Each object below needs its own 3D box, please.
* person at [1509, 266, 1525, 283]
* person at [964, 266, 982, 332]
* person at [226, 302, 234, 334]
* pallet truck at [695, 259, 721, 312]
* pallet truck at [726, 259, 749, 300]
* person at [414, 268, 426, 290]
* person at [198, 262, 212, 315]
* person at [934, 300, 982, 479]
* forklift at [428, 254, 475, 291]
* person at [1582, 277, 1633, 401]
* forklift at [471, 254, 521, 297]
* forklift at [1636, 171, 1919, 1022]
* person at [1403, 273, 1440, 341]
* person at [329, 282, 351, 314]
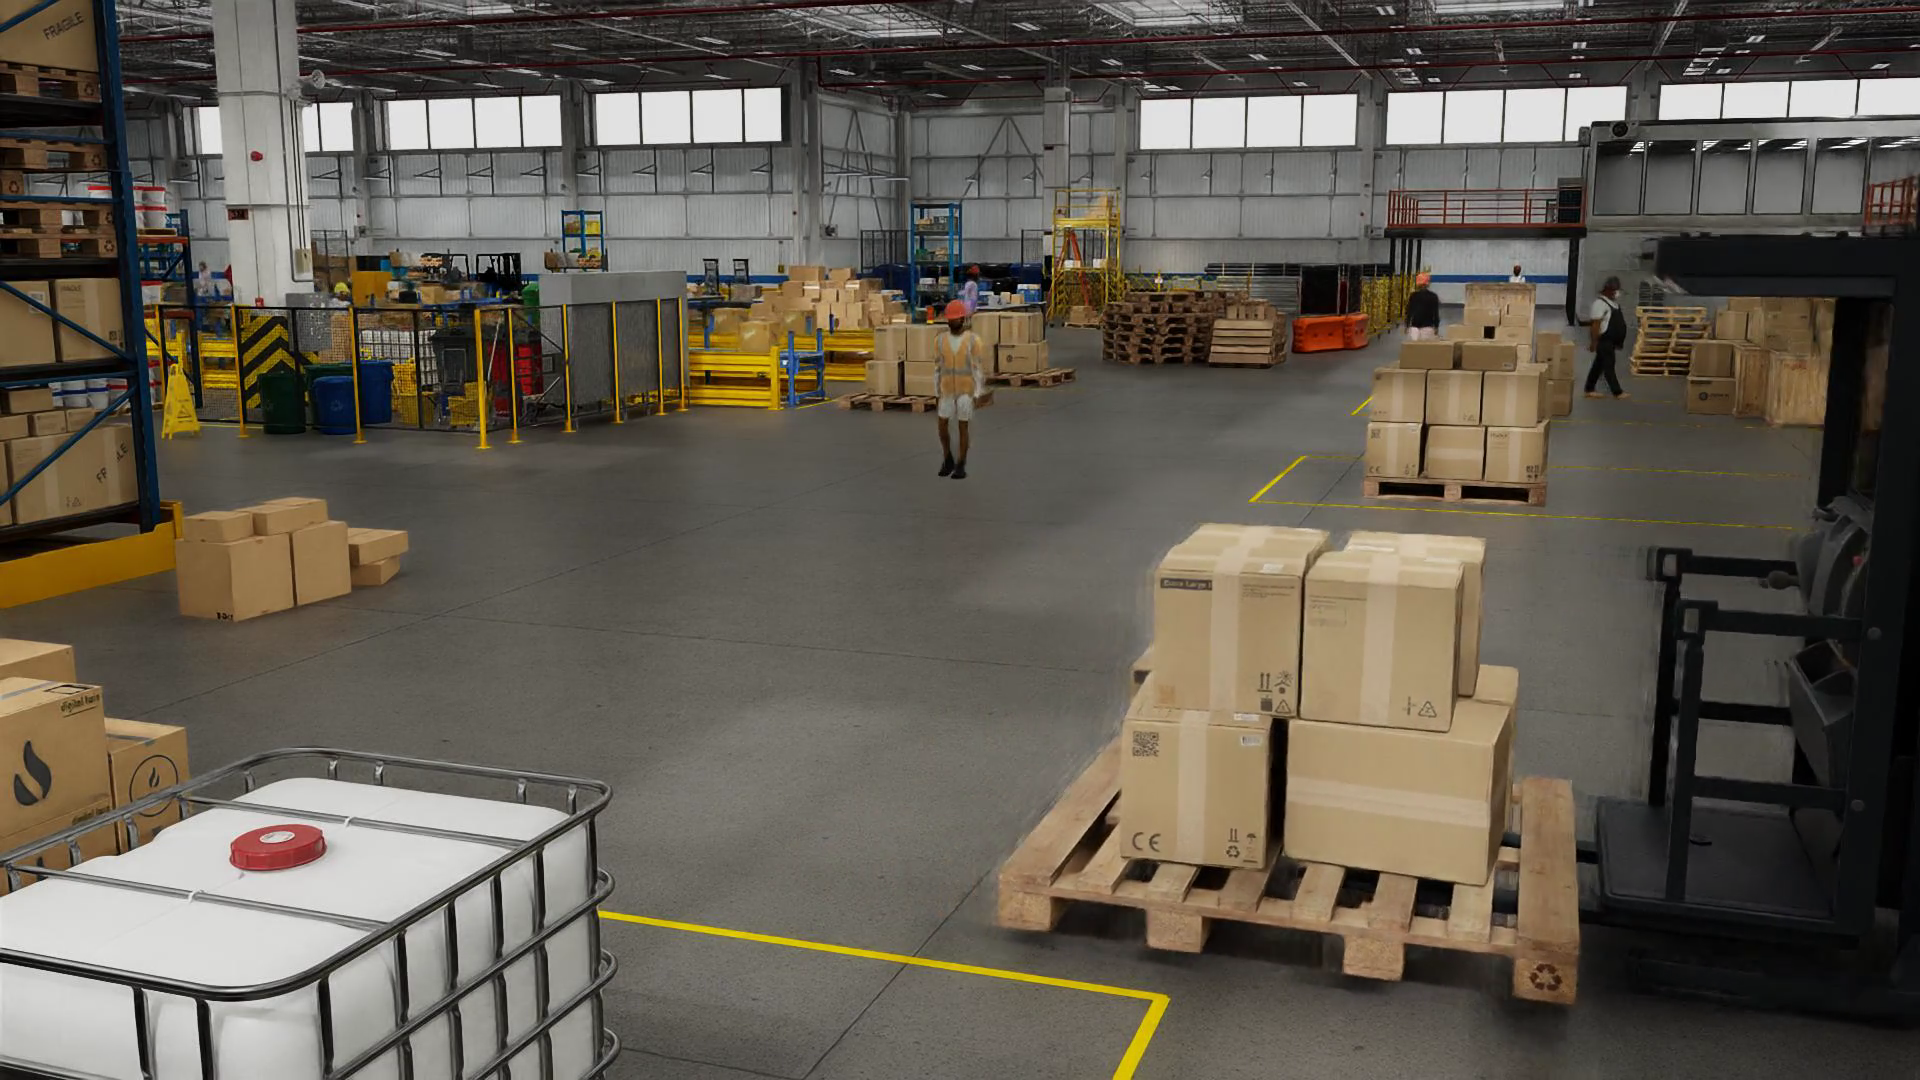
[{"bbox_3d":[16.636,-7.273,49.836,0.355,1.885,0.576,-7,12,-36],"label":"person"},{"bbox_3d":[0.248,-5.368,38.738,0.550,2.023,0.629,-4,11,-21],"label":"person"},{"bbox_3d":[-14.017,-4.104,32.597,0.836,1.652,0.557,4,11,22],"label":"person"},{"bbox_3d":[-9.165,-9.627,62.776,0.823,1.965,1.885,4,11,23],"label":"pallet truck"},{"bbox_3d":[-7.986,-9.493,62.019,0.823,1.965,1.885,3,11,17],"label":"pallet truck"},{"bbox_3d":[-19.711,-9.179,60.769,0.429,1.818,0.595,-7,12,-34],"label":"person"},{"bbox_3d":[-26.786,-8.882,58.886,0.649,1.884,0.664,6,12,32],"label":"person"},{"bbox_3d":[-0.036,-1.593,17.763,0.542,1.922,0.422,3,10,15],"label":"person"},{"bbox_3d":[-20.133,-10.254,65.465,1.157,1.987,2.680,3,11,19],"label":"forklift"},{"bbox_3d":[10.494,-3.271,26.856,0.938,2.000,0.695,9,14,42],"label":"person"},{"bbox_3d":[-17.990,-10.121,64.684,1.157,1.987,2.680,3,11,17],"label":"forklift"},{"bbox_3d":[3.306,0.108,5.464,1.873,2.768,1.129,3,11,19],"label":"forklift"},{"bbox_3d":[8.774,-4.076,31.580,0.511,1.973,0.643,-9,13,-40],"label":"person"},{"bbox_3d":[-11.337,-3.832,30.646,0.632,1.809,0.617,3,11,17],"label":"person"}]
